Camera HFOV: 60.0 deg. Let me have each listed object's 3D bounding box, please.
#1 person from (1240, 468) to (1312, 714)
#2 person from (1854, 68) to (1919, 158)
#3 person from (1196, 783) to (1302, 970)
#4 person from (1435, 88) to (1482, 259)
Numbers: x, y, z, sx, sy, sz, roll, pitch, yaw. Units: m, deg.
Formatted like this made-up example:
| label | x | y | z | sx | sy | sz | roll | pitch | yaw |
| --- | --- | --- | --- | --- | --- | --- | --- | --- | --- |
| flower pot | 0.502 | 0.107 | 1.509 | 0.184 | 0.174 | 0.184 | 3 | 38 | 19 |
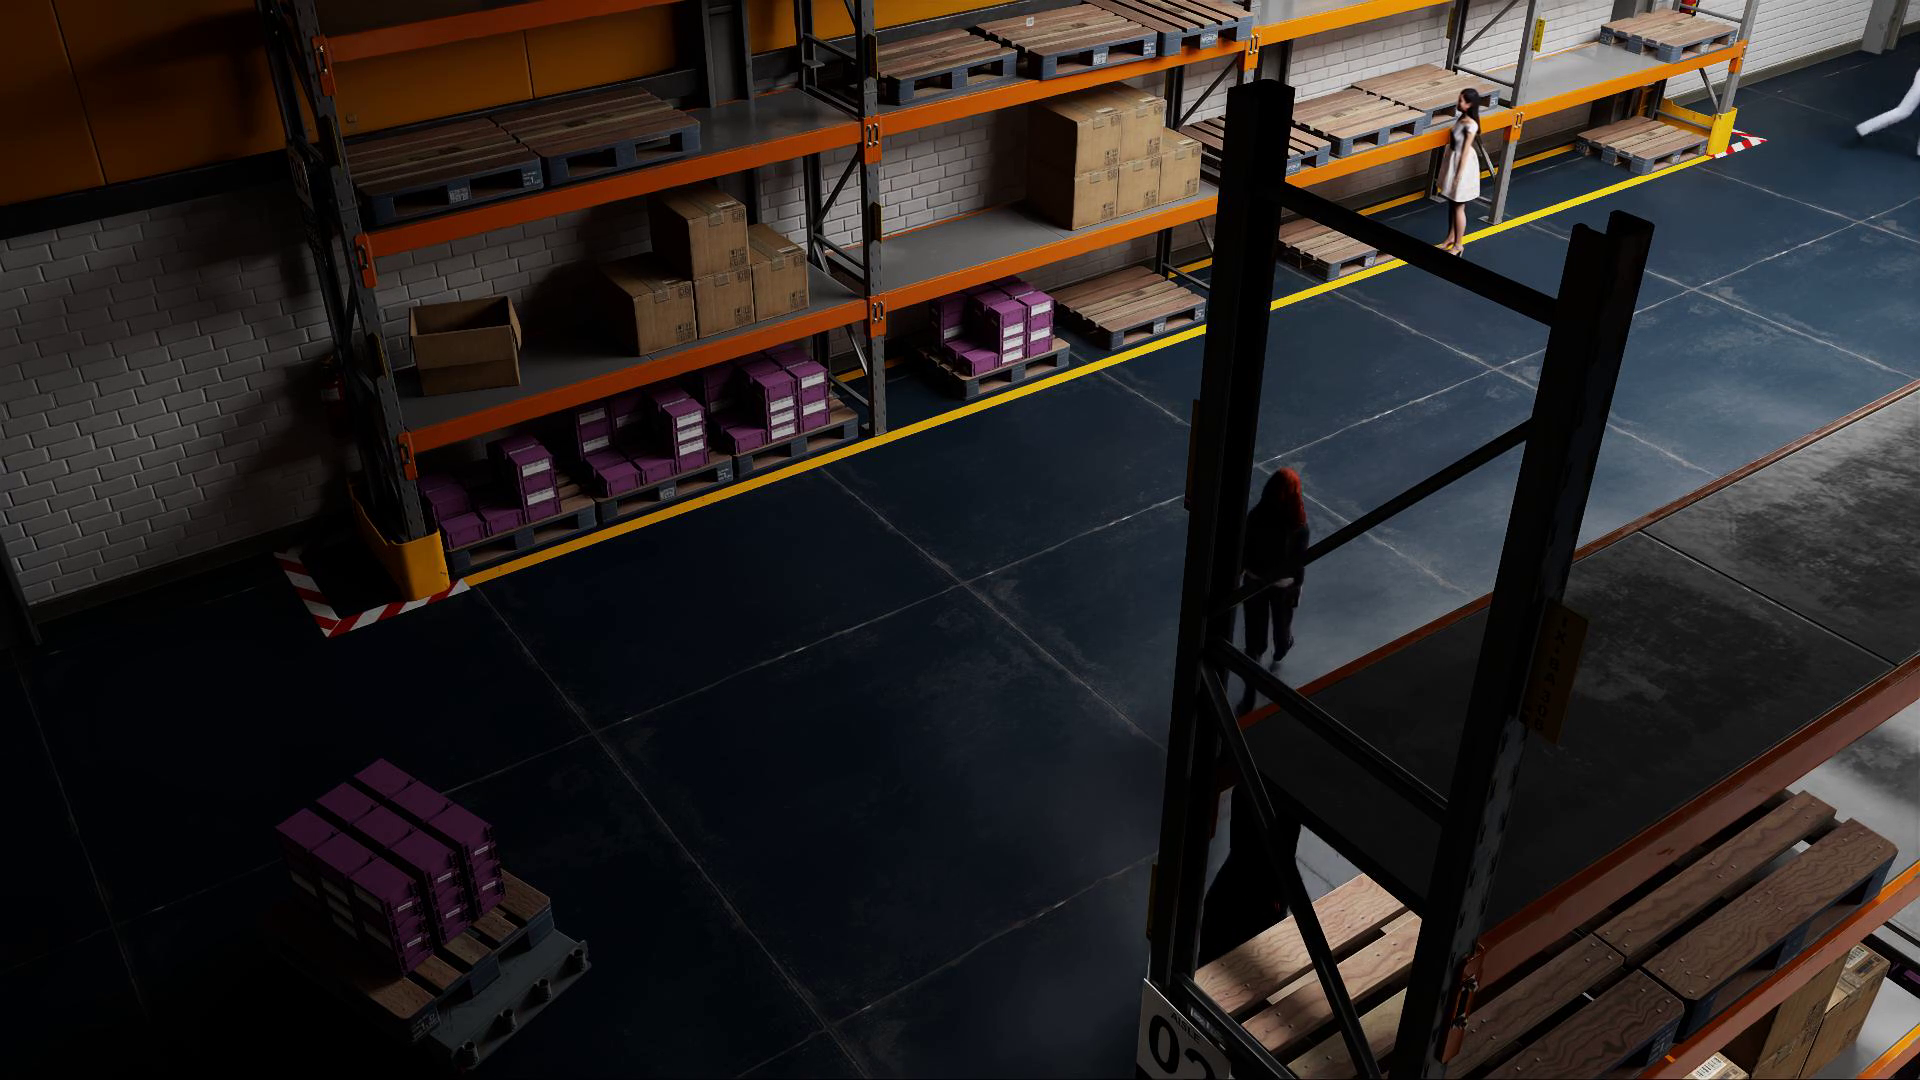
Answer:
| label | x | y | z | sx | sy | sz | roll | pitch | yaw |
| --- | --- | --- | --- | --- | --- | --- | --- | --- | --- |
| person | 1.998 | 0.369 | 10.837 | 0.996 | 1.739 | 1.139 | 10 | 35 | 15 |
| person | 11.133 | -5.311 | 19.391 | 0.992 | 1.729 | 1.178 | 17 | 37 | 24 |
| person | 1.666 | 1.721 | 8.922 | 0.681 | 1.608 | 0.802 | 29 | 43 | 36 |
| person | 5.097 | -3.738 | 16.990 | 0.824 | 1.769 | 0.785 | 1 | 34 | 1 |
